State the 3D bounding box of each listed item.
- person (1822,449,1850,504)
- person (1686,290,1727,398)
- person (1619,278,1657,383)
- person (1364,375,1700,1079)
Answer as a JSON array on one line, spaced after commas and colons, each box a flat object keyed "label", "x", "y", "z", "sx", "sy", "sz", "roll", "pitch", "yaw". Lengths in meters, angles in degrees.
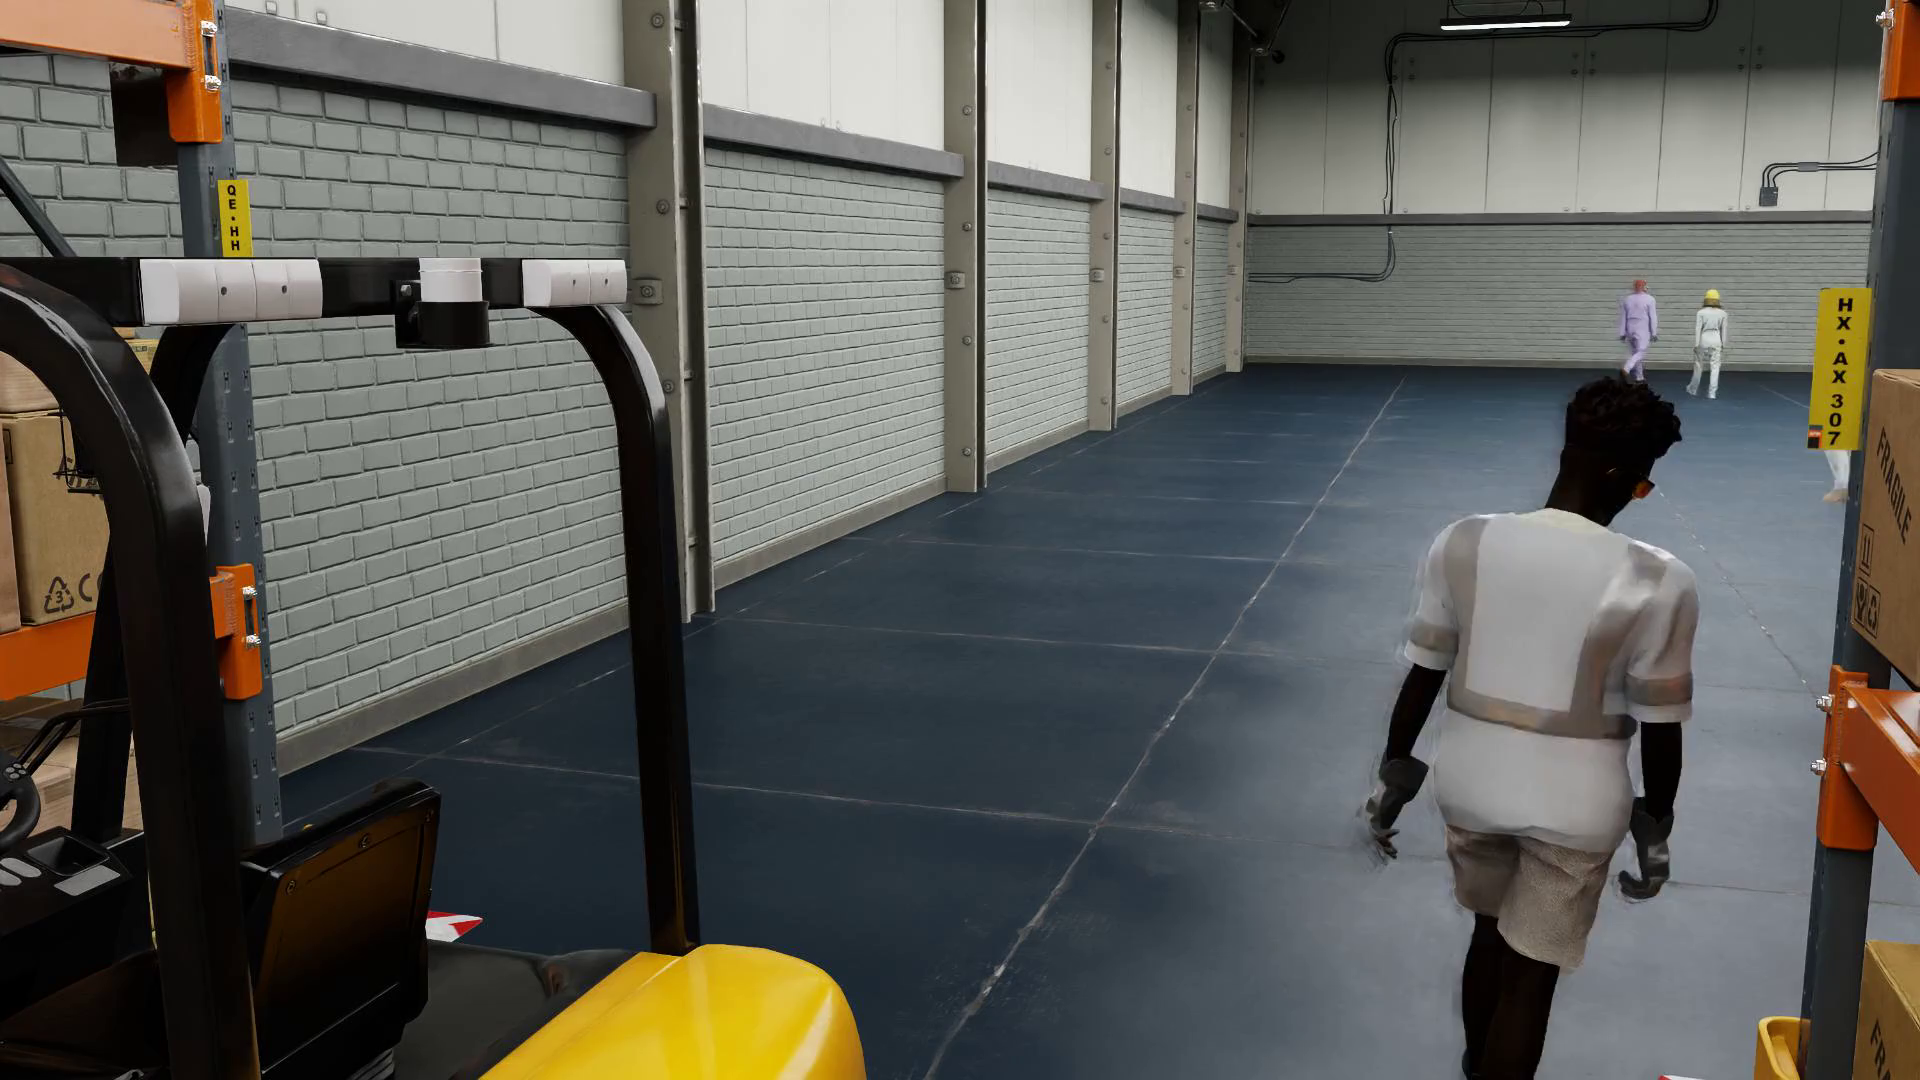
[{"label": "person", "x": 7.936, "y": -1.198, "z": 14.713, "sx": 0.664, "sy": 1.822, "sz": 0.540, "roll": -5, "pitch": 11, "yaw": -26}, {"label": "person", "x": 11.936, "y": -3.127, "z": 26.546, "sx": 0.513, "sy": 1.696, "sz": 0.875, "roll": 1, "pitch": 10, "yaw": 5}, {"label": "person", "x": 11.972, "y": -3.687, "z": 29.399, "sx": 0.866, "sy": 1.883, "sz": 0.645, "roll": -5, "pitch": 11, "yaw": -29}, {"label": "person", "x": 1.351, "y": 0.576, "z": 3.858, "sx": 0.688, "sy": 1.921, "sz": 0.770, "roll": 8, "pitch": 13, "yaw": 40}]
